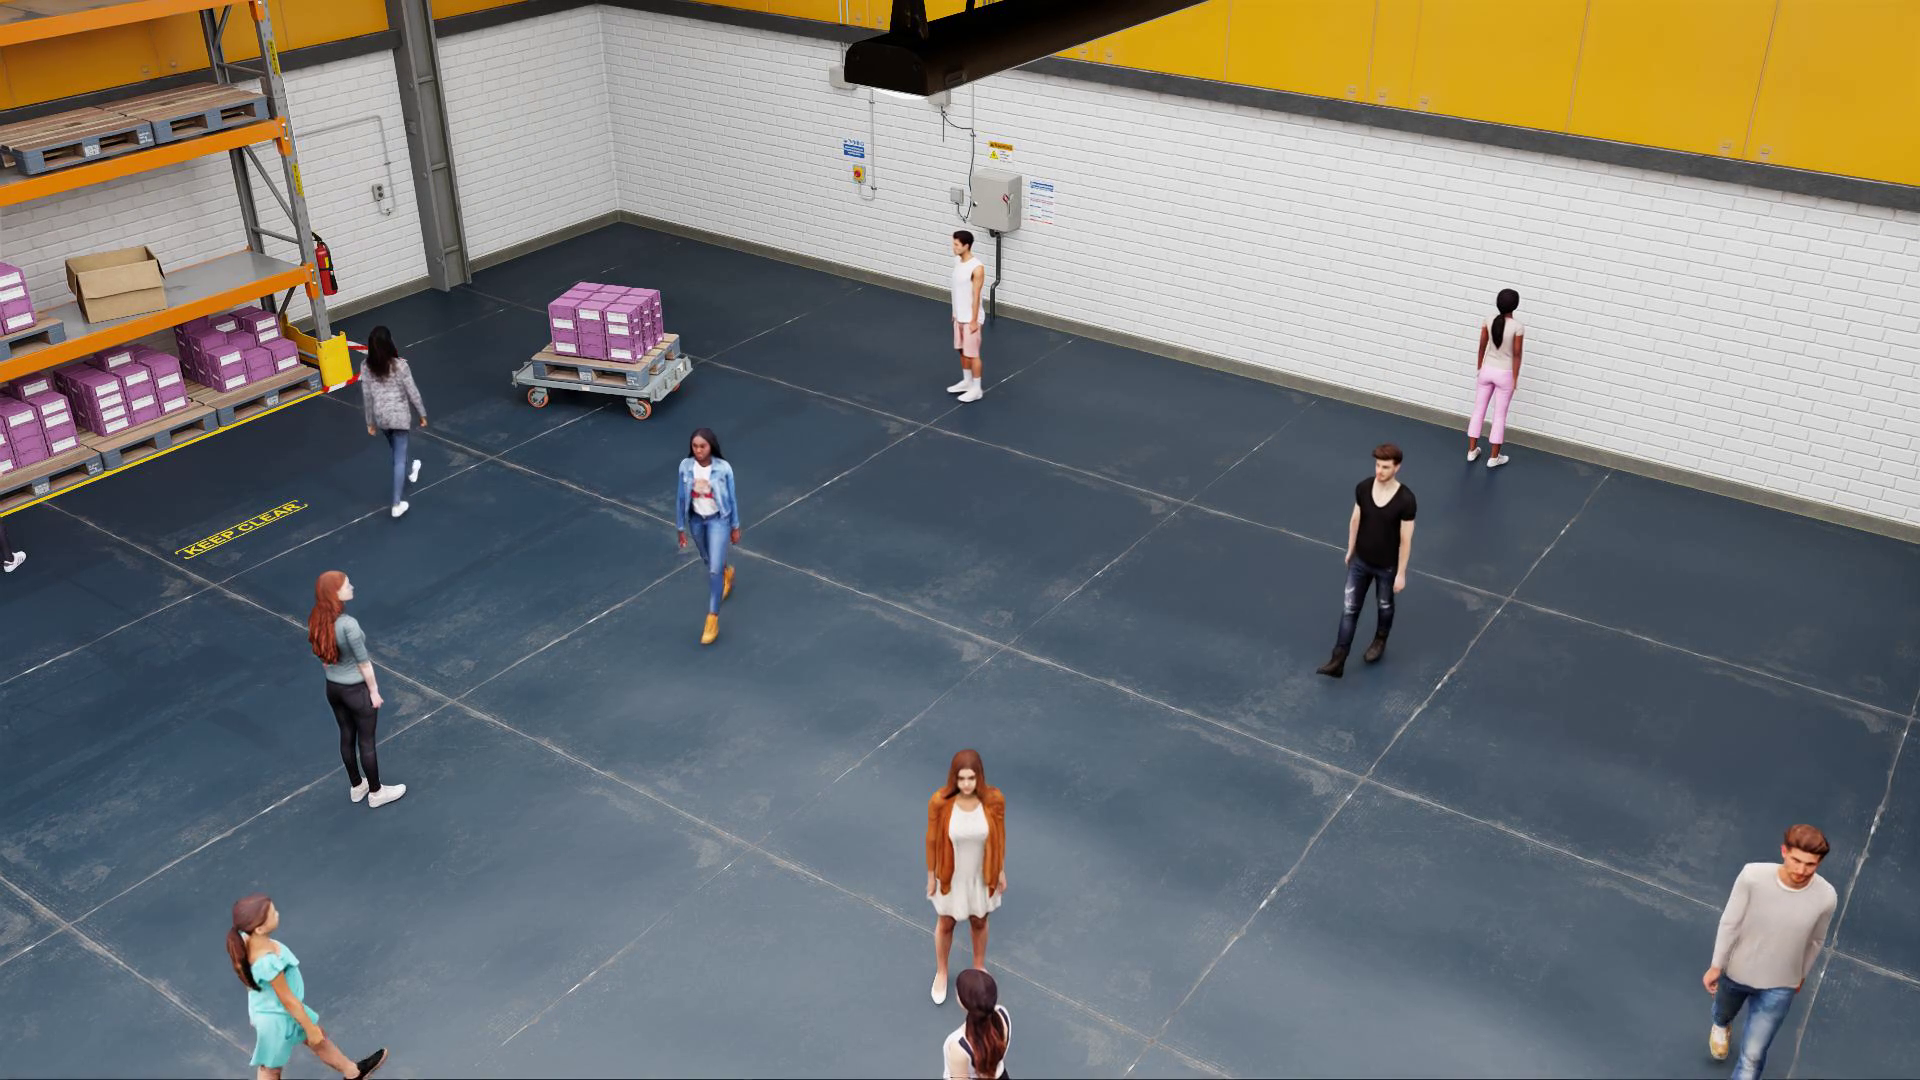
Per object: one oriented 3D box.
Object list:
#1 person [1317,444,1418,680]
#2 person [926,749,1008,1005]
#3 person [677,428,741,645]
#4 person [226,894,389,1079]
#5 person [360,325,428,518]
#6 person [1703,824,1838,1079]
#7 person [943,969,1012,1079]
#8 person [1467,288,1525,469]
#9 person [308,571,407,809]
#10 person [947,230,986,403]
[{"bbox_3d":[3.165,0.129,12.437,0.723,1.855,1.138,20,34,32],"label":"person"},{"bbox_3d":[0.030,1.867,9.390,0.711,1.721,0.762,-4,29,-7],"label":"person"},{"bbox_3d":[-1.943,-0.122,13.088,0.977,1.673,1.266,5,29,9],"label":"person"},{"bbox_3d":[-3.548,2.485,8.476,1.097,1.511,0.733,-23,36,-35],"label":"person"},{"bbox_3d":[-5.044,-1.013,14.706,1.025,1.686,1.223,2,29,3],"label":"person"},{"bbox_3d":[4.145,2.189,8.647,0.763,1.868,1.245,14,32,24],"label":"person"},{"bbox_3d":[0.100,2.708,7.927,0.601,1.646,0.463,20,34,32],"label":"person"},{"bbox_3d":[5.036,-1.537,15.611,0.601,1.740,0.552,25,37,38],"label":"person"},{"bbox_3d":[-4.025,0.986,10.983,0.599,1.741,0.534,16,32,27],"label":"person"},{"bbox_3d":[0.100,-2.299,16.965,0.733,1.780,0.736,-15,32,-25],"label":"person"}]
